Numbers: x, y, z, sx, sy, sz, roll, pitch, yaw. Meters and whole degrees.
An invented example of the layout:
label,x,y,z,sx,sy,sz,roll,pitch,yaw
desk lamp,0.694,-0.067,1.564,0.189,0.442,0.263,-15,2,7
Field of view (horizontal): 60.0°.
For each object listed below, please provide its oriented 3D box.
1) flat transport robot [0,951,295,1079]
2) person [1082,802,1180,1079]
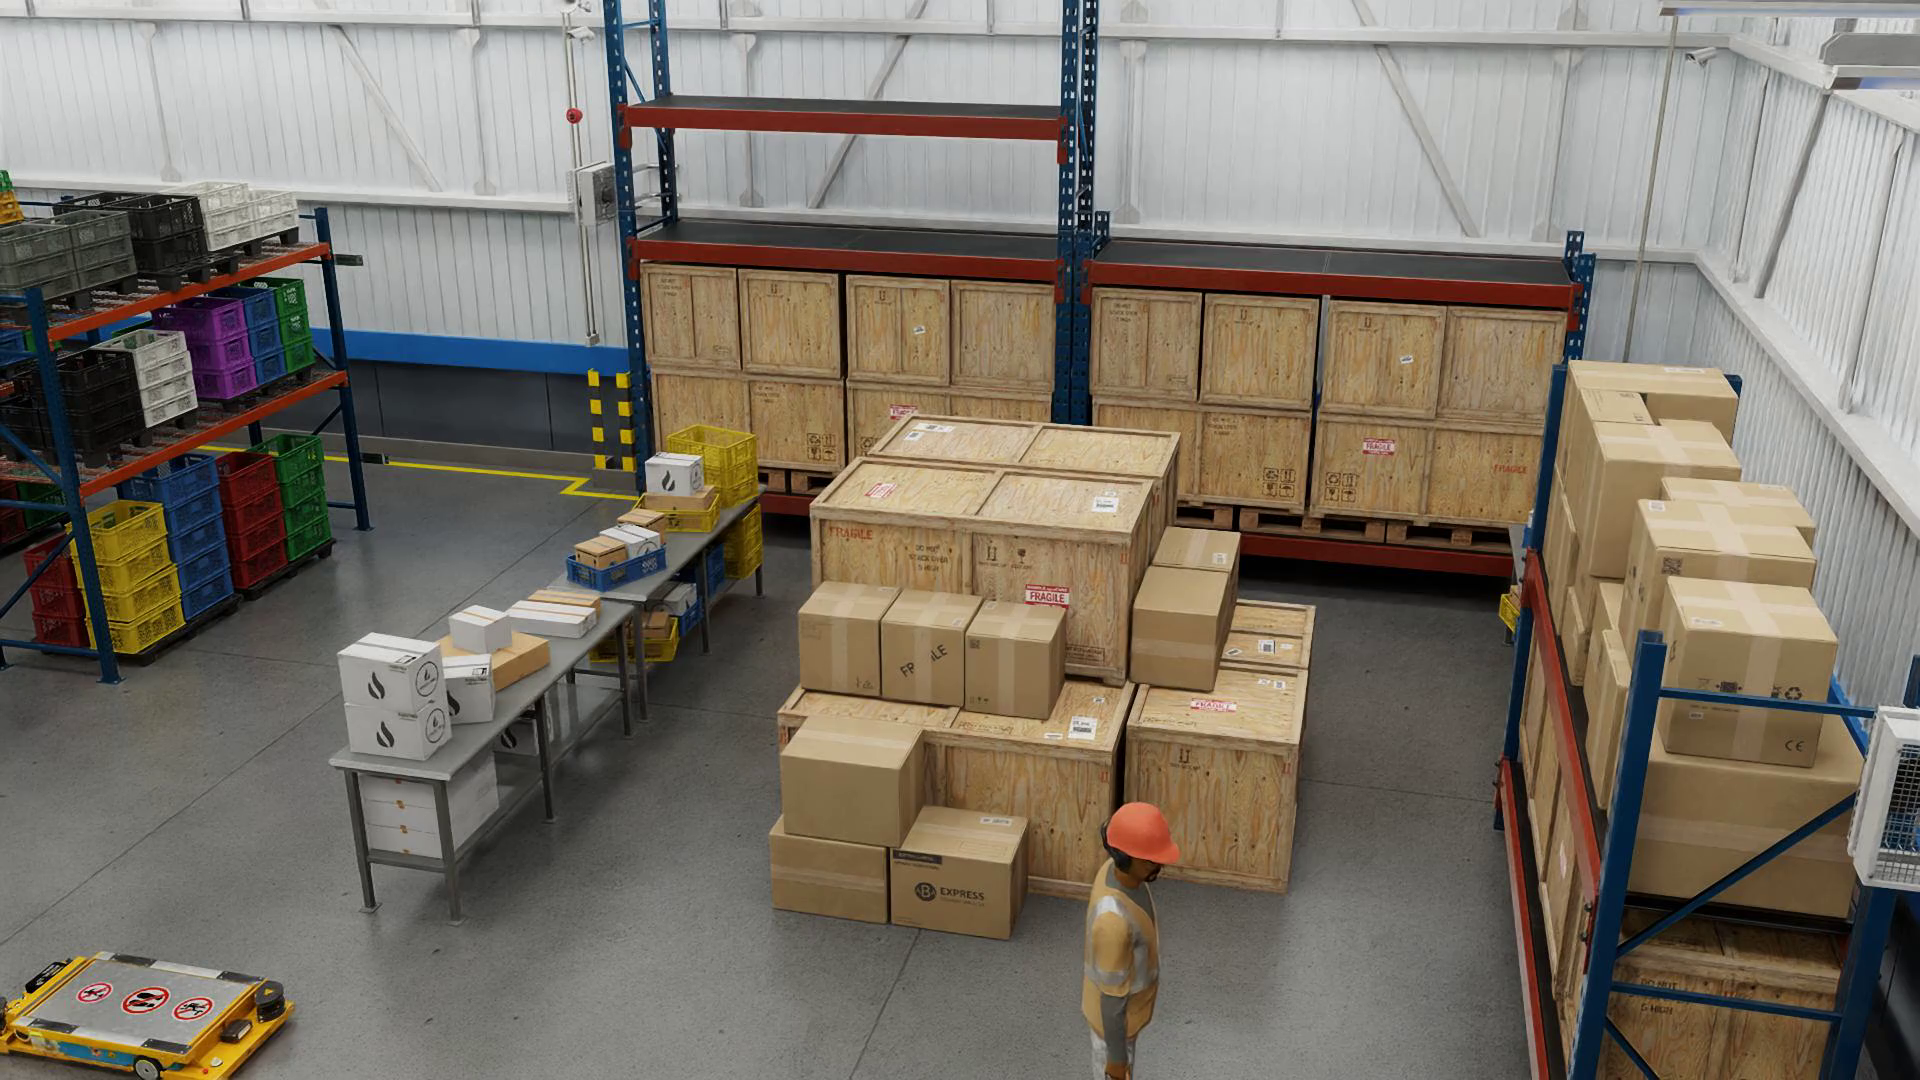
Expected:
label,x,y,z,sx,sy,sz,roll,pitch,yaw
flat transport robot,-4.270,2.464,8.601,1.431,0.231,0.659,5,22,13
person,0.725,2.041,7.226,0.385,2.039,0.613,4,21,9
